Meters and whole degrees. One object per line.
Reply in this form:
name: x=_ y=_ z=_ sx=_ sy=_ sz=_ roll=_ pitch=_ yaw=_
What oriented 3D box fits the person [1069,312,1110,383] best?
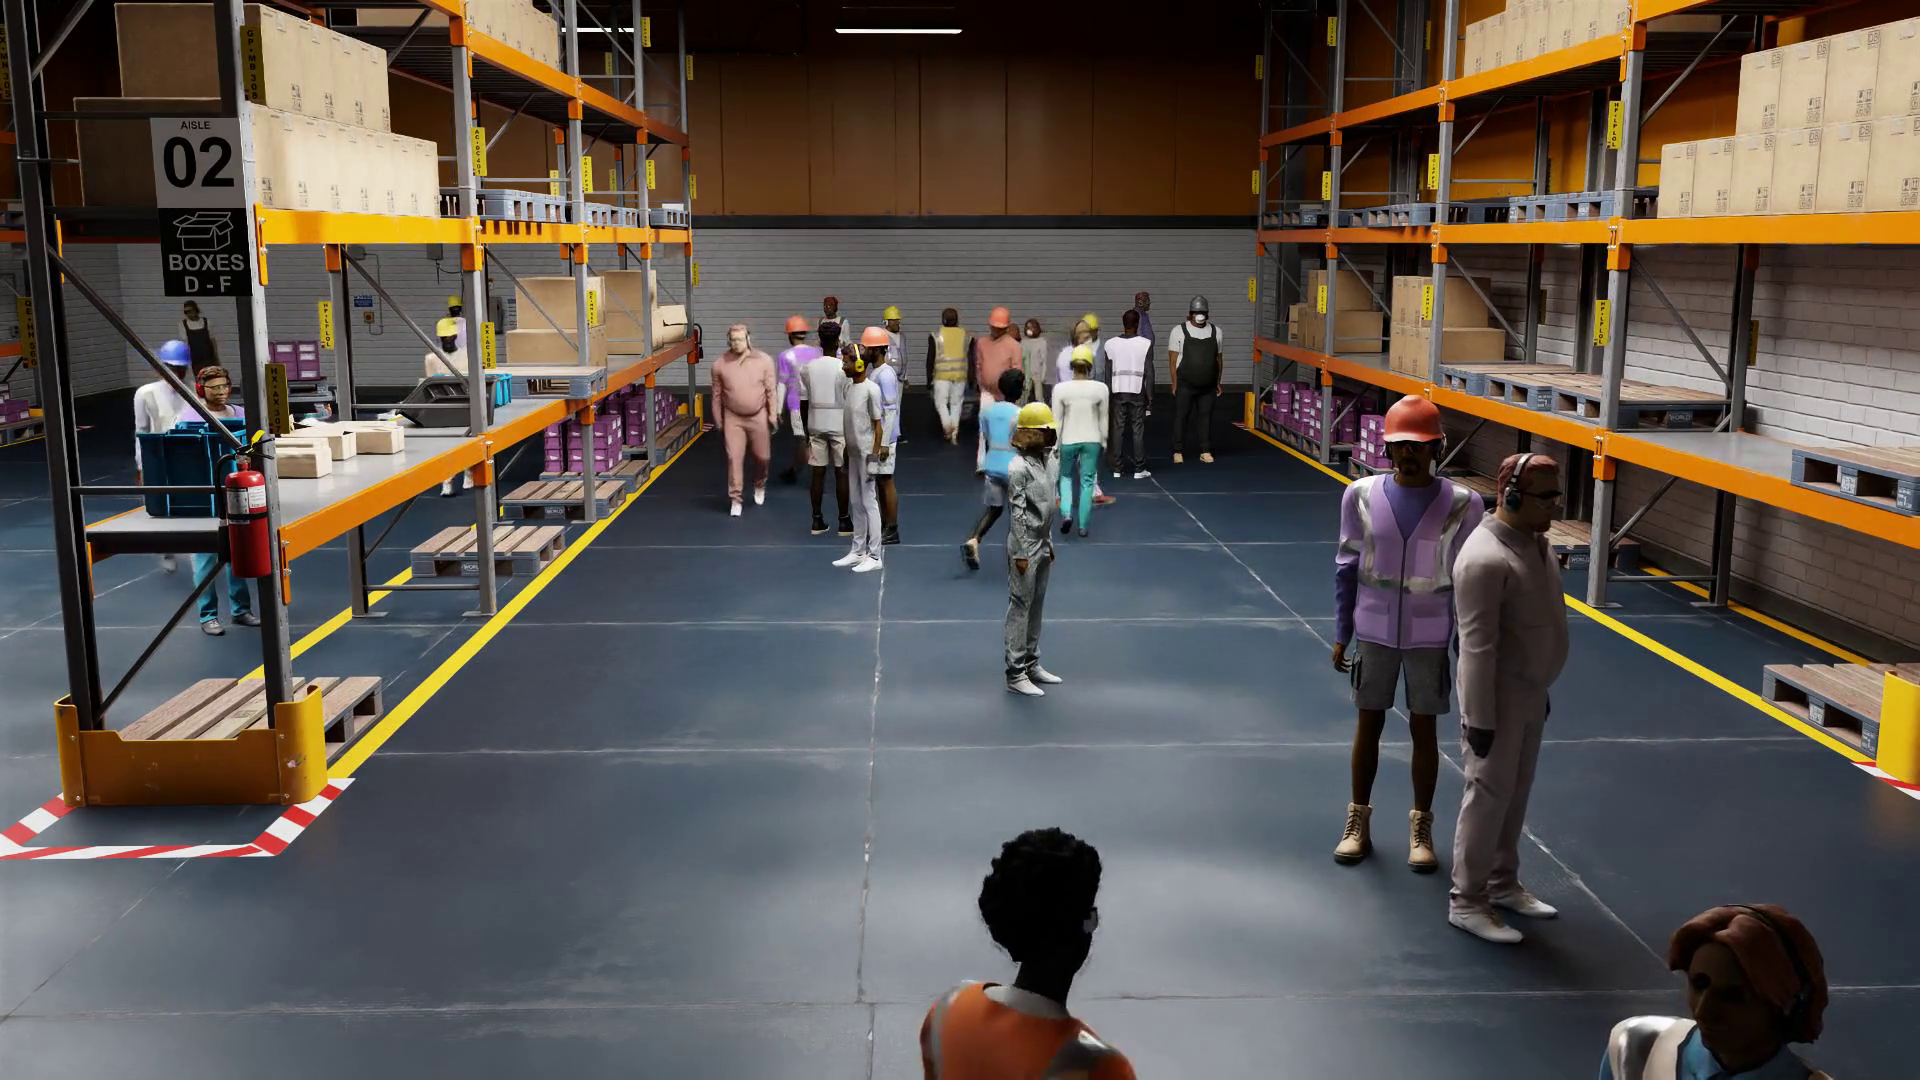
person: x=1.638 y=-1.976 z=21.021 sx=0.610 sy=1.808 sz=0.707 roll=-2 pitch=10 yaw=-12

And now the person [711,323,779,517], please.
person: x=-2.137 y=-1.212 z=16.527 sx=0.668 sy=1.885 sz=0.789 roll=-2 pitch=10 yaw=-9

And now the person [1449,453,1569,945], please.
person: x=2.122 y=0.602 z=6.411 sx=0.400 sy=1.895 sz=0.651 roll=8 pitch=13 yaw=36

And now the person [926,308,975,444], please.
person: x=-0.114 y=-2.145 z=21.921 sx=0.657 sy=1.823 sz=0.551 roll=-2 pitch=10 yaw=-13

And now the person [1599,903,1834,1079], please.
person: x=1.261 y=1.381 z=2.773 sx=0.314 sy=1.639 sz=0.515 roll=-7 pitch=13 yaw=-36

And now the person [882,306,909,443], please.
person: x=-0.902 y=-2.175 z=22.042 sx=0.403 sy=1.834 sz=0.588 roll=9 pitch=14 yaw=42

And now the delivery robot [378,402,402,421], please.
delivery robot: x=-7.391 y=-1.602 z=22.149 sx=0.477 sy=0.478 sz=0.707 roll=6 pitch=12 yaw=30

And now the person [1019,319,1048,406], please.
person: x=1.000 y=-2.304 z=23.390 sx=0.522 sy=1.599 sz=0.704 roll=8 pitch=13 yaw=37

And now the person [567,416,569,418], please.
person: x=-5.099 y=-2.361 z=22.668 sx=0.698 sy=1.983 sz=0.446 roll=-7 pitch=12 yaw=-33

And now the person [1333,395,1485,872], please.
person: x=1.895 y=0.401 z=7.102 sx=0.605 sy=2.045 sz=0.378 roll=4 pitch=11 yaw=20

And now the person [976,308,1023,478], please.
person: x=0.421 y=-1.660 z=18.886 sx=0.638 sy=1.931 sz=0.965 roll=5 pitch=11 yaw=27

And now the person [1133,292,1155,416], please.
person: x=2.814 y=-2.881 z=25.769 sx=0.409 sy=1.906 sz=0.651 roll=1 pitch=10 yaw=6

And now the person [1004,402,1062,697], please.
person: x=0.446 y=0.046 z=9.920 sx=0.297 sy=1.744 sz=0.487 roll=4 pitch=11 yaw=24

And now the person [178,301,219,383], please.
person: x=-11.495 y=-2.711 z=25.120 sx=0.512 sy=1.799 sz=0.624 roll=-4 pitch=11 yaw=-22

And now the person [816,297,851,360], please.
person: x=-1.863 y=-2.610 z=24.326 sx=0.578 sy=1.882 sz=0.346 roll=6 pitch=12 yaw=30

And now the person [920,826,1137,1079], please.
person: x=0.083 y=1.340 z=2.901 sx=0.491 sy=1.658 sz=0.550 roll=-9 pitch=14 yaw=-41

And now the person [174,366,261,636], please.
person: x=-5.098 y=-0.282 z=11.459 sx=0.374 sy=1.843 sz=0.574 roll=6 pitch=12 yaw=32

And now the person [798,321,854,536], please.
person: x=-1.175 y=-1.015 z=15.205 sx=0.611 sy=1.966 sz=0.362 roll=4 pitch=11 yaw=21

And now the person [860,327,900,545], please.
person: x=-0.733 y=-0.920 z=14.763 sx=0.374 sy=1.935 sz=0.552 roll=-2 pitch=10 yaw=-13

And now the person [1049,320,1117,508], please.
person: x=1.218 y=-1.239 z=16.601 sx=0.853 sy=1.903 sz=0.644 roll=5 pitch=11 yaw=24

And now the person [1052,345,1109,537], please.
person: x=1.091 y=-0.894 z=15.142 sx=0.527 sy=1.752 sz=0.371 roll=0 pitch=10 yaw=2

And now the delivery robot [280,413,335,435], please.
delivery robot: x=-8.052 y=-1.328 z=20.624 sx=0.707 sy=0.478 sz=0.477 roll=-6 pitch=12 yaw=-29

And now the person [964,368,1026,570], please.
person: x=0.344 y=-0.551 z=13.423 sx=0.537 sy=1.675 sz=0.679 roll=9 pitch=13 yaw=40

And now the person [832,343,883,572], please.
person: x=-0.820 y=-0.670 z=13.578 sx=0.330 sy=1.865 sz=0.518 roll=-6 pitch=12 yaw=-31

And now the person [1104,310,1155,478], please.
person: x=1.925 y=-1.653 z=18.912 sx=0.589 sy=1.914 sz=0.392 roll=4 pitch=11 yaw=22

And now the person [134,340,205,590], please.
person: x=-6.066 y=-0.592 z=12.935 sx=0.627 sy=1.931 sz=0.652 roll=-6 pitch=12 yaw=-32

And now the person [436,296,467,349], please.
person: x=-7.180 y=-2.526 z=23.812 sx=0.633 sy=1.908 sz=0.451 roll=-4 pitch=11 yaw=-19

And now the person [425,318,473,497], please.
person: x=-5.377 y=-1.424 z=17.753 sx=0.608 sy=1.882 sz=0.996 roll=-1 pitch=10 yaw=-7

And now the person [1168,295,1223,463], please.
person: x=2.884 y=-1.944 z=20.175 sx=0.675 sy=2.000 sz=0.537 roll=-1 pitch=10 yaw=-8

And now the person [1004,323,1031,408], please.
person: x=0.680 y=-2.017 z=21.749 sx=0.497 sy=1.626 sz=0.288 roll=-1 pitch=10 yaw=-3

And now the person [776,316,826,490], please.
person: x=-1.714 y=-1.474 z=18.005 sx=0.556 sy=1.883 sz=1.028 roll=-7 pitch=13 yaw=-35
